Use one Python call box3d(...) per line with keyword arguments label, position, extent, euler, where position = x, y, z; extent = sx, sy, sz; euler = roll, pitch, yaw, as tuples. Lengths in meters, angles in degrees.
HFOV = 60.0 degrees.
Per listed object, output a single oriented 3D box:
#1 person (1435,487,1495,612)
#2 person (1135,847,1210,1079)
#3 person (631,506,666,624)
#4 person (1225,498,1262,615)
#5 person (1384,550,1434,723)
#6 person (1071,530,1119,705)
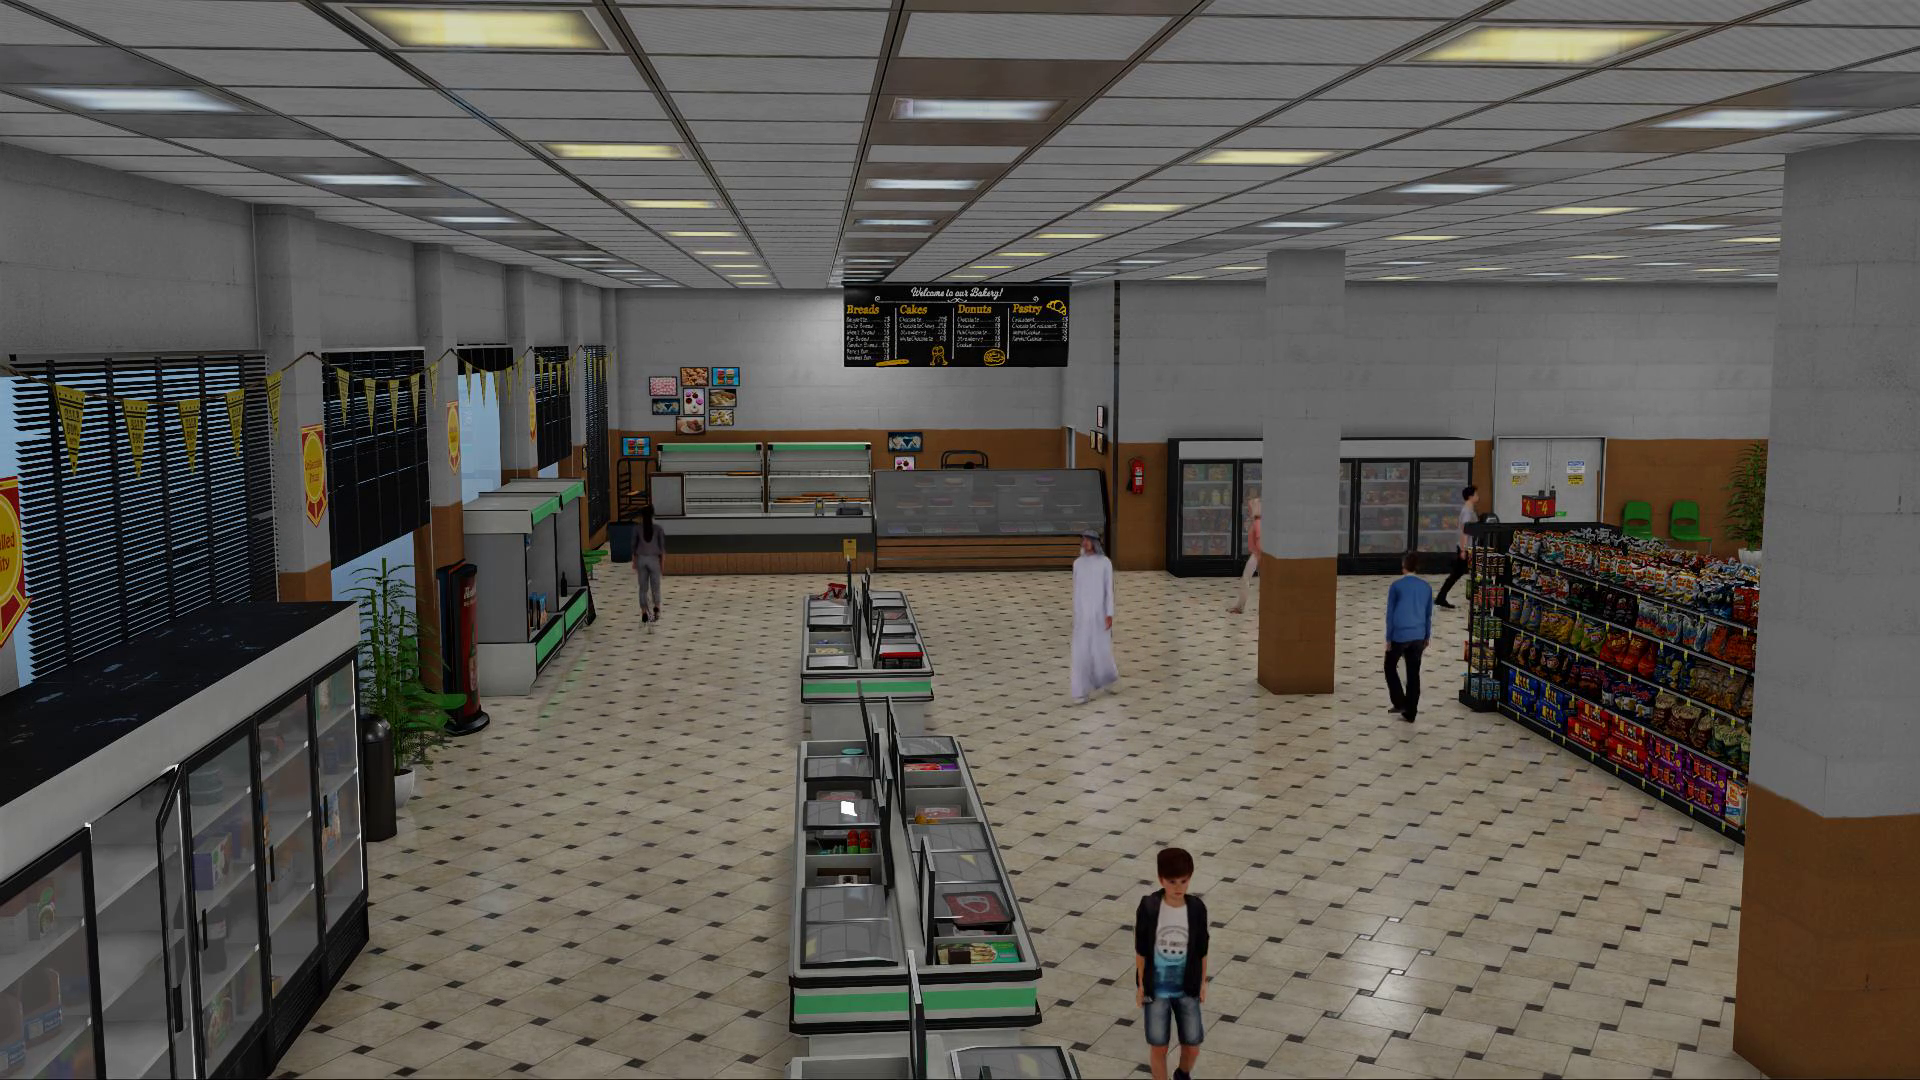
box3d(label="person", position=(7.358, 0.157, 24.440), extent=(0.991, 1.824, 1.187), euler=(2, 7, 14))
box3d(label="person", position=(1.078, 2.270, 8.570), extent=(0.564, 1.437, 0.598), euler=(0, 7, 1))
box3d(label="person", position=(-4.398, 0.388, 23.384), extent=(0.624, 1.620, 1.099), euler=(-1, 7, -5))
box3d(label="person", position=(4.416, 0.260, 24.114), extent=(0.889, 1.698, 0.967), euler=(2, 7, 18))
box3d(label="person", position=(4.709, 1.019, 17.403), extent=(0.657, 1.802, 0.589), euler=(-1, 7, -5))
box3d(label="person", position=(1.517, 0.843, 18.449), extent=(1.041, 1.901, 1.230), euler=(3, 8, 26))
